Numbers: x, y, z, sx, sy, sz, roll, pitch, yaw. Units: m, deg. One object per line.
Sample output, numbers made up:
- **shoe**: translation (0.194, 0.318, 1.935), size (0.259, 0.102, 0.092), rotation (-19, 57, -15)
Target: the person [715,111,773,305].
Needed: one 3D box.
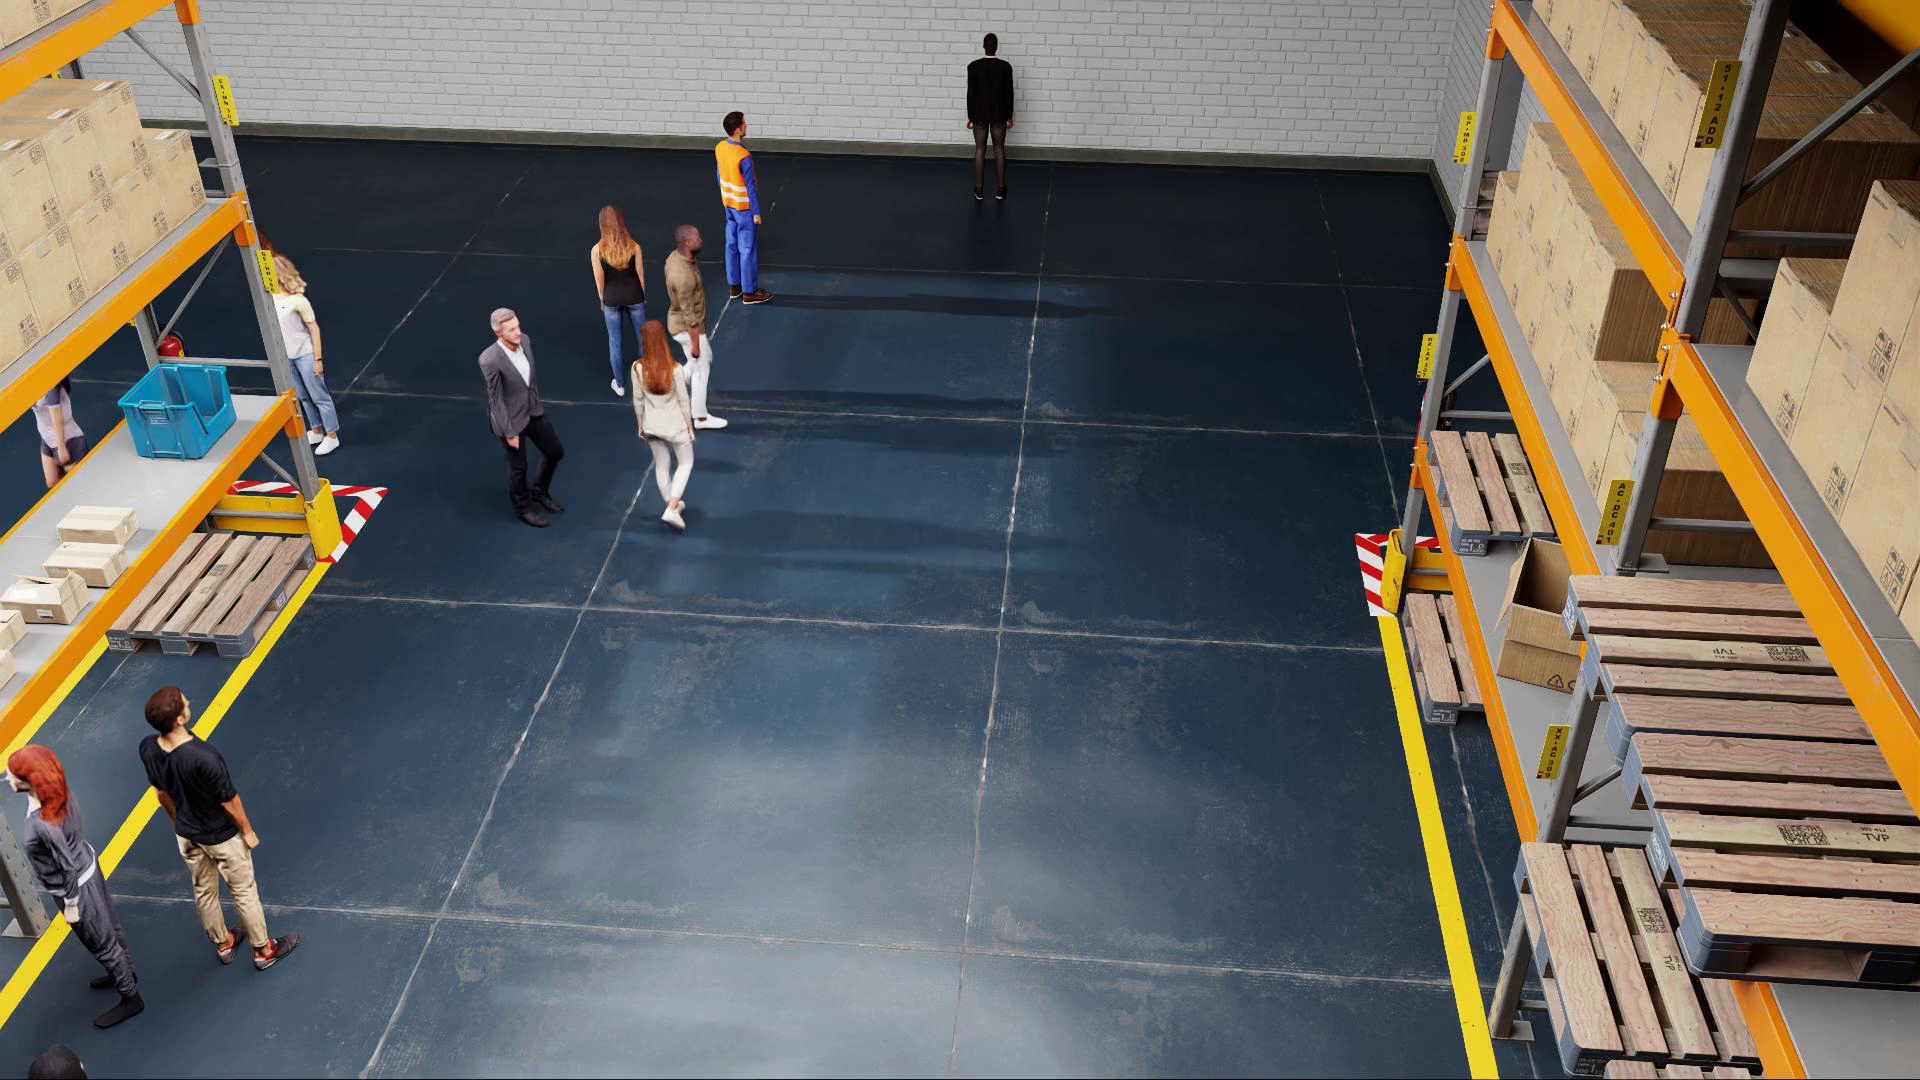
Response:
- **person**: translation (-2.083, -3.159, 15.774), size (0.837, 1.864, 0.786), rotation (-27, 42, -34)

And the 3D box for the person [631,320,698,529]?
- **person**: translation (-2.212, -0.804, 12.380), size (0.642, 1.698, 0.795), rotation (6, 34, 9)

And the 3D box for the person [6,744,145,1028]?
- **person**: translation (-4.506, 1.743, 8.475), size (0.712, 1.780, 0.606), rotation (-15, 37, -22)

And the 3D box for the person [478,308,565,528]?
- **person**: translation (-3.379, -0.937, 12.466), size (0.882, 1.825, 0.740), rotation (14, 36, 20)

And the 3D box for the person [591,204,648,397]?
- **person**: translation (-2.881, -2.049, 14.231), size (0.658, 1.723, 0.640), rotation (-8, 35, -12)

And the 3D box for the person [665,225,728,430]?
- **person**: translation (-2.296, -1.724, 13.669), size (0.928, 1.804, 0.867), rotation (-6, 34, -9)

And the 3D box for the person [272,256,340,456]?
- **person**: translation (-5.302, -1.498, 13.403), size (0.701, 1.723, 0.694), rotation (19, 38, 27)

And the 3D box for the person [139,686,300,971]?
- **person**: translation (-3.947, 1.522, 8.737), size (0.677, 1.858, 0.583), rotation (9, 35, 13)

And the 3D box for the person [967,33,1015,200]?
- **person**: translation (0.324, -4.572, 17.956), size (0.681, 1.800, 0.571), rotation (0, 34, 0)
